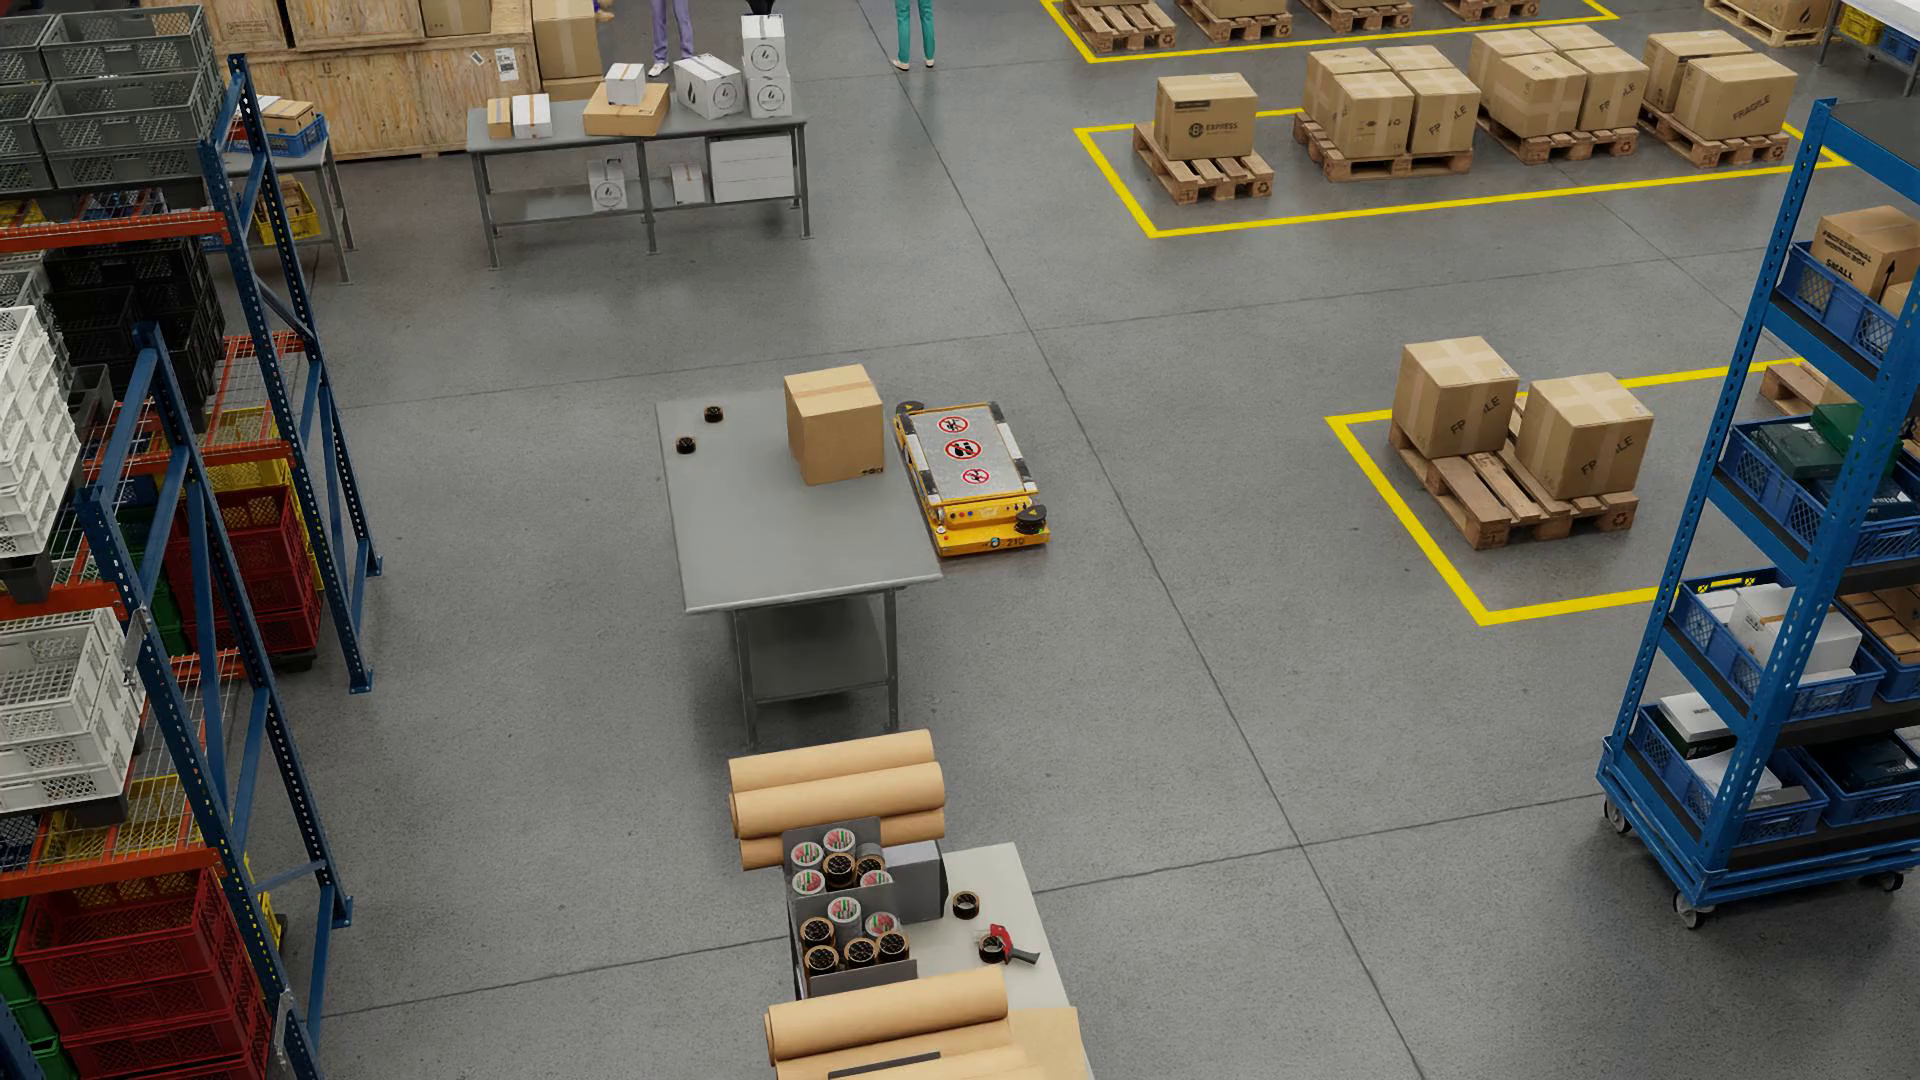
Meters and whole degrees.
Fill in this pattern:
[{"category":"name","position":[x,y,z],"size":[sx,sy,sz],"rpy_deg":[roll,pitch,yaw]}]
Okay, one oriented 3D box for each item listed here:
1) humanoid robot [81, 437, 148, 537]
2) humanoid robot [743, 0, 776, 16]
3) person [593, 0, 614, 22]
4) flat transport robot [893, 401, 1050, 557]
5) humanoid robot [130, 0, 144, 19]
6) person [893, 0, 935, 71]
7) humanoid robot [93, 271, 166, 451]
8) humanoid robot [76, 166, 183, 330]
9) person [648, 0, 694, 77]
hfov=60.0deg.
[{"category":"humanoid robot","position":[-4.954,-0.751,9.384],"size":[0.569,1.648,0.387],"rpy_deg":[23,42,28]},{"category":"humanoid robot","position":[-1.676,-4.222,14.044],"size":[0.342,1.647,0.576],"rpy_deg":[-5,37,-6]},{"category":"person","position":[-3.683,-6.150,16.336],"size":[0.535,2.000,0.695],"rpy_deg":[-7,37,-10]},{"category":"flat transport robot","position":[0.046,-0.430,10.108],"size":[0.652,0.197,1.431],"rpy_deg":[-8,37,-10]},{"category":"humanoid robot","position":[-7.016,-4.654,14.654],"size":[0.593,1.635,0.702],"rpy_deg":[2,37,3]},{"category":"person","position":[-0.457,-5.215,15.309],"size":[0.524,1.765,0.327],"rpy_deg":[-10,38,-14]},{"category":"humanoid robot","position":[-4.618,-0.782,9.413],"size":[0.590,1.657,0.327],"rpy_deg":[-16,40,-20]},{"category":"humanoid robot","position":[-5.474,-1.916,10.938],"size":[0.612,1.656,0.319],"rpy_deg":[-27,45,-32]},{"category":"person","position":[-2.682,-5.155,15.095],"size":[0.592,1.922,0.375],"rpy_deg":[5,37,7]}]
